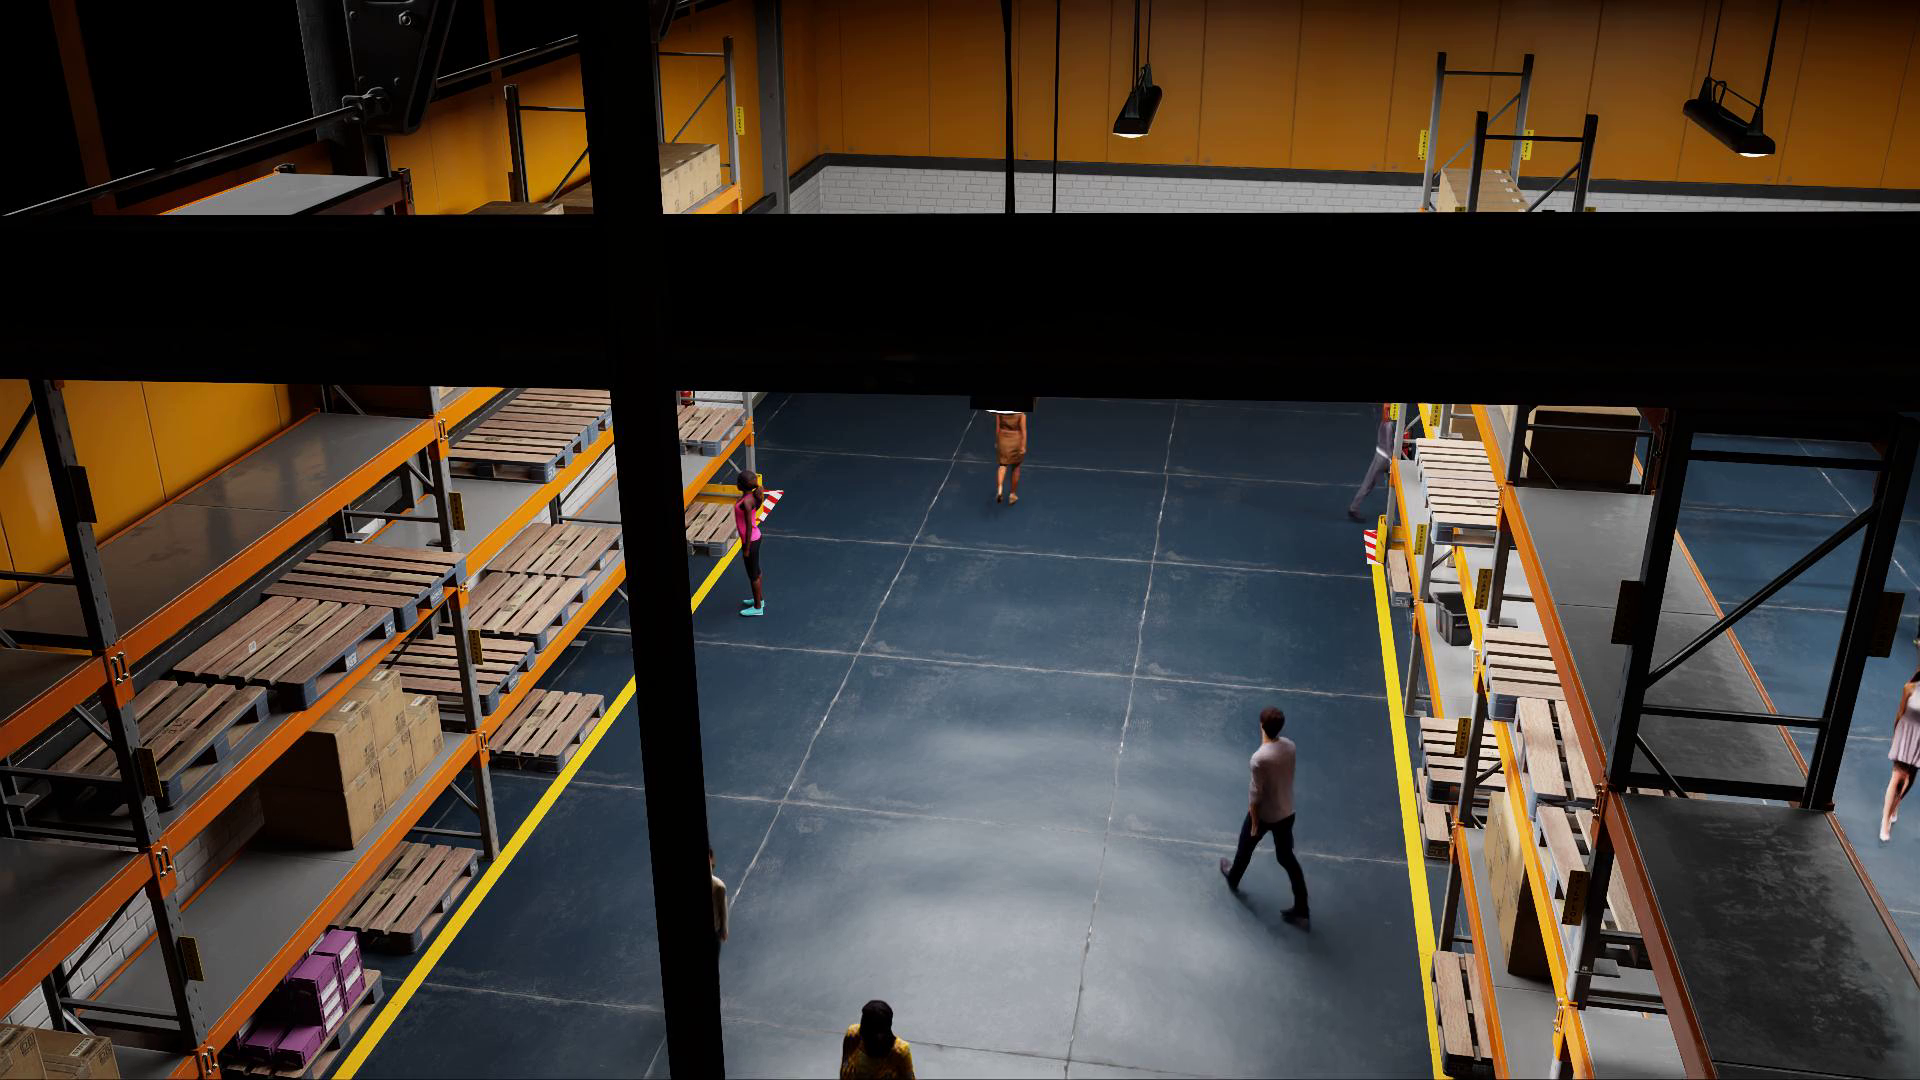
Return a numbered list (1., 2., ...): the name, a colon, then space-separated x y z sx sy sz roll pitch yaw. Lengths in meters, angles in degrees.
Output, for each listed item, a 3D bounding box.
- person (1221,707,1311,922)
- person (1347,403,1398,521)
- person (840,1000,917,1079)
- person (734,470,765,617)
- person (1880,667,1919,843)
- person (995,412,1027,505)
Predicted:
1. person: 2.601 2.274 13.493 1.186 1.795 1.275 -17 29 -34
2. person: 5.305 -1.002 21.084 0.831 1.717 1.173 9 25 19
3. person: -0.530 3.613 10.604 0.770 1.655 0.806 9 25 19
4. person: -2.355 0.020 18.738 0.653 1.724 0.526 1 24 1
5. person: 8.444 1.769 14.711 0.698 1.745 0.939 11 26 23
6. person: 0.626 -1.201 21.595 0.640 1.672 0.853 8 25 17
